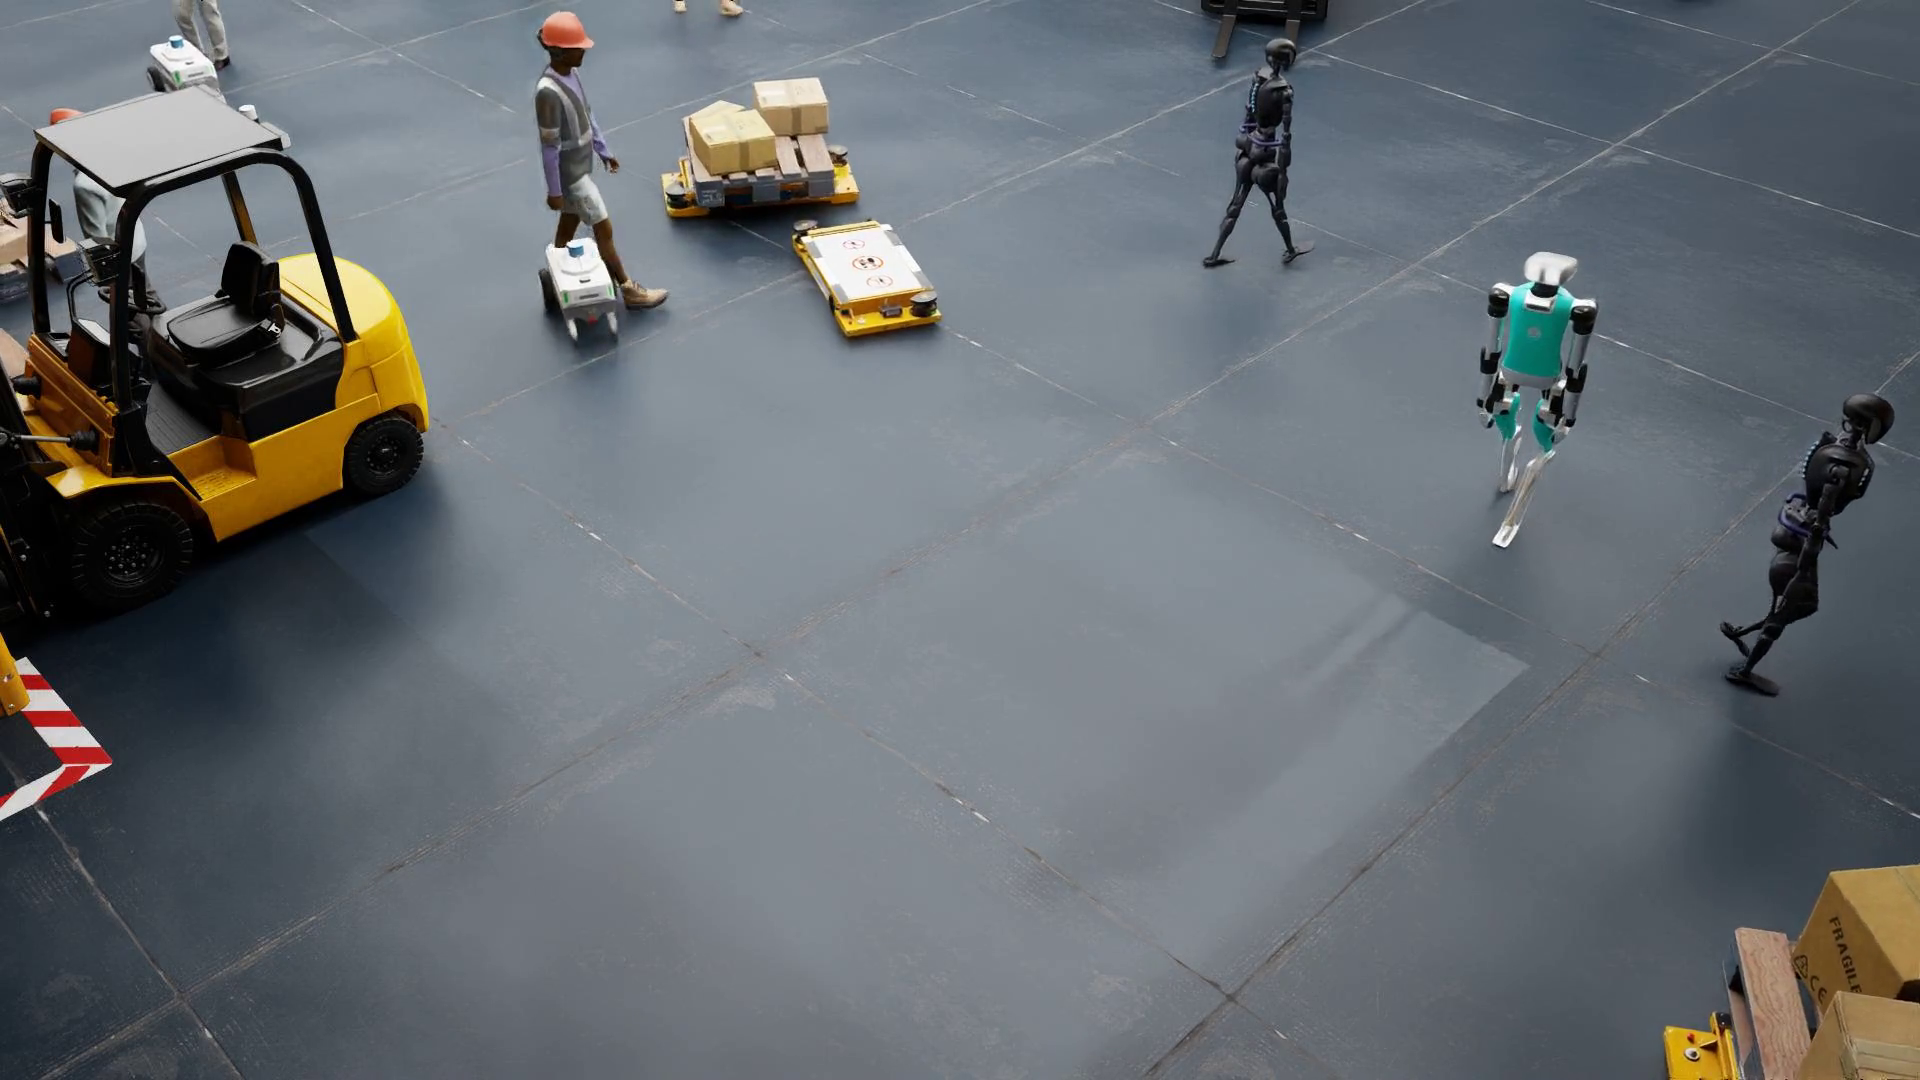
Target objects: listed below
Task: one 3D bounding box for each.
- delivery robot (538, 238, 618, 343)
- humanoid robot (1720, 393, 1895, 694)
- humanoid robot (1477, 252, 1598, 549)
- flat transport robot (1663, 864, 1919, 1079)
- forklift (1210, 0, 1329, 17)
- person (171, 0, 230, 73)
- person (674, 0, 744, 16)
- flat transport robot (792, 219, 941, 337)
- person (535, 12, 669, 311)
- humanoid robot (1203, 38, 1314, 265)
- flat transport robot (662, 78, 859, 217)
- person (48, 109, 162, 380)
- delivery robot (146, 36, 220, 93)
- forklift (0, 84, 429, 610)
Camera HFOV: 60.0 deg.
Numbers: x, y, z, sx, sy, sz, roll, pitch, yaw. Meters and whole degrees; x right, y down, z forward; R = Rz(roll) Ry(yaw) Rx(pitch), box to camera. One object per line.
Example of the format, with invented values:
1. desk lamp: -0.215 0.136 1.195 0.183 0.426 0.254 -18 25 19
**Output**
1. delivery robot: -2.515 -1.704 11.032 0.499 0.587 0.787 -12 39 -16
2. humanoid robot: 3.928 0.018 7.790 0.380 1.646 0.616 19 41 24
3. humanoid robot: 3.074 -0.800 8.897 0.559 1.838 0.893 19 41 24
4. flat transport robot: 3.386 2.163 6.101 1.431 0.231 0.659 7 37 10
5. forklift: 3.106 -6.400 15.960 1.214 2.155 2.313 8 37 10
6. person: -6.575 -4.859 14.263 0.576 1.745 0.444 9 38 11
7. person: -2.464 -5.762 15.496 0.808 1.730 0.552 30 46 34
8. flat transport robot: -0.666 -1.847 11.469 0.659 0.231 1.431 -12 38 -15
9. person: -2.368 -2.419 10.776 0.863 2.011 0.611 -2 37 -3
10. humanoid robot: 2.103 -2.653 11.407 0.772 1.627 0.606 -13 39 -17
11. flat transport robot: -1.526 -2.724 12.643 1.431 0.231 0.659 -7 37 -9
12. person: -5.186 -1.802 10.179 0.350 1.741 0.568 -3 37 -4
13. delivery robot: -6.557 -3.957 14.065 0.499 0.608 0.801 -25 43 -29
14. forklift: -4.145 -1.093 8.856 2.313 2.155 1.214 -31 47 -34
